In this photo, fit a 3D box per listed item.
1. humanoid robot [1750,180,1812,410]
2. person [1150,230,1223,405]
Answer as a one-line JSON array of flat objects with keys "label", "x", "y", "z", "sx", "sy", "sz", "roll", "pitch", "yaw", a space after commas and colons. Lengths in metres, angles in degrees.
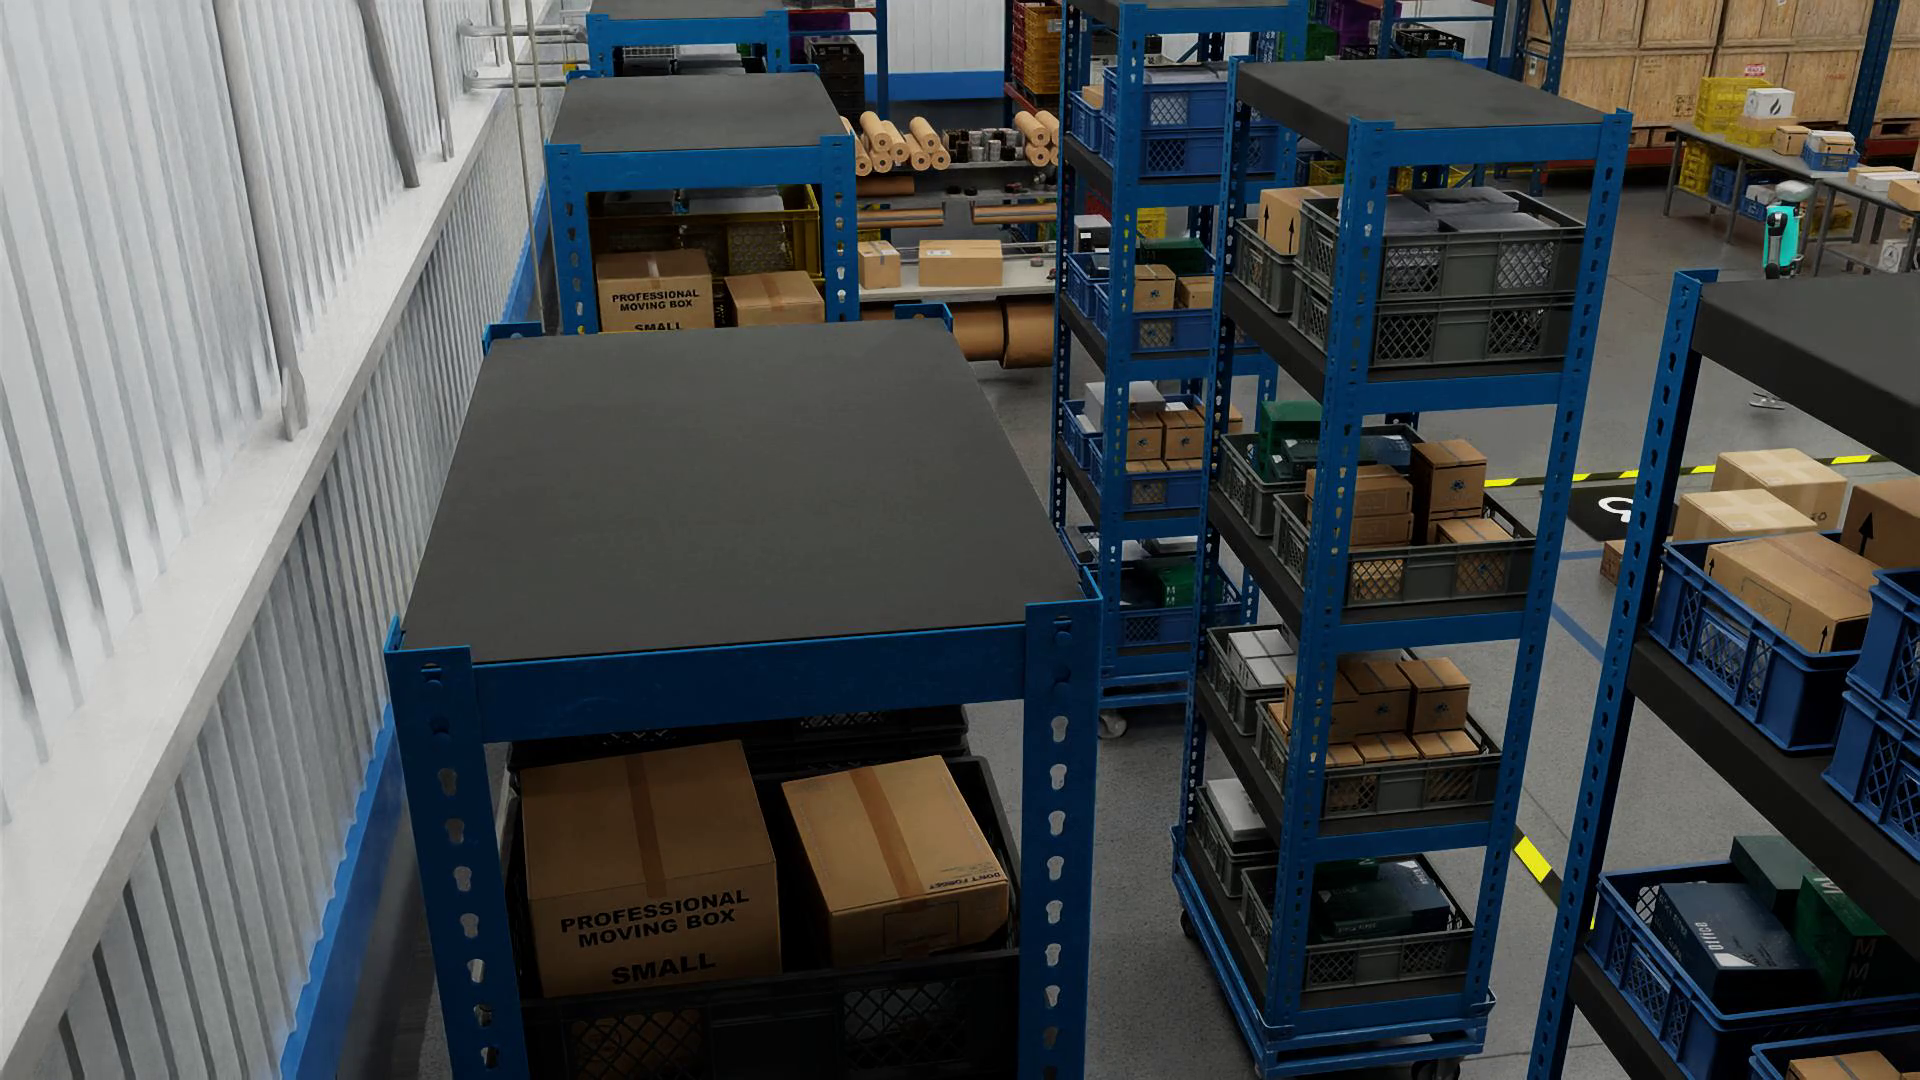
[{"label": "humanoid robot", "x": 6.204, "y": -1.771, "z": 12.230, "sx": 0.735, "sy": 1.677, "sz": 0.533, "roll": 16, "pitch": 29, "yaw": 31}, {"label": "person", "x": 1.458, "y": -1.106, "z": 10.808, "sx": 0.597, "sy": 1.850, "sz": 0.397, "roll": -4, "pitch": 25, "yaw": -9}]
